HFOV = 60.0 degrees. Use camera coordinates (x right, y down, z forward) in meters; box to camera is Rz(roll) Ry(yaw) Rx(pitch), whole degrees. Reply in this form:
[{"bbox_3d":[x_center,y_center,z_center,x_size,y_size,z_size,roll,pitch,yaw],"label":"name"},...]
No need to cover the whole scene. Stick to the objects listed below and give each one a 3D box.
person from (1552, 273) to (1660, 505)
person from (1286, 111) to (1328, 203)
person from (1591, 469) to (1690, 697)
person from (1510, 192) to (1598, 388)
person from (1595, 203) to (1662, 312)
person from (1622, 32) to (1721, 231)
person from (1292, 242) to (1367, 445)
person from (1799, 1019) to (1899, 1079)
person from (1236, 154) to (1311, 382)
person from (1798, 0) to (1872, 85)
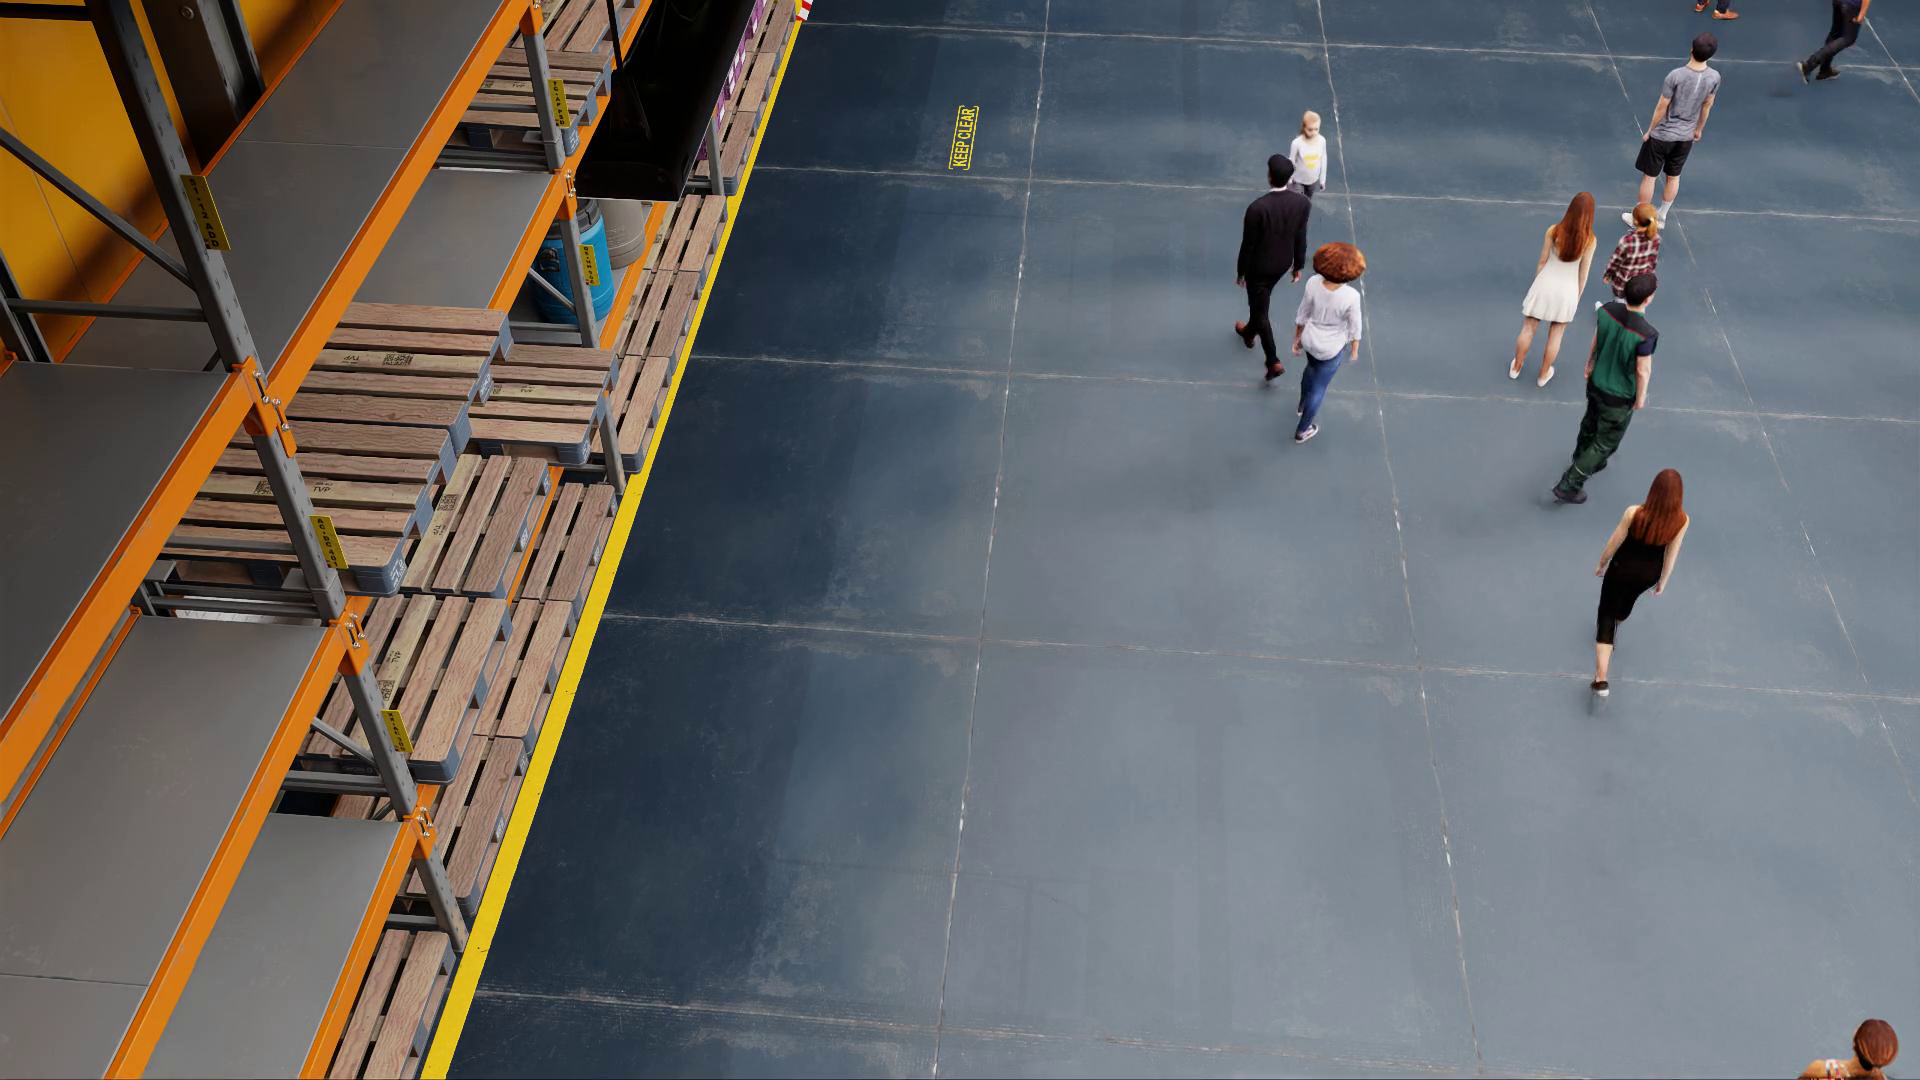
[{"bbox_3d":[4.688,-1.089,12.009,0.968,1.903,0.970,-16,46,-17],"label":"person"},{"bbox_3d":[3.031,-3.230,14.717,0.673,1.267,0.931,-10,45,-11],"label":"person"},{"bbox_3d":[4.335,0.279,10.725,0.669,1.694,1.141,8,44,8],"label":"person"},{"bbox_3d":[4.686,-1.971,13.075,0.629,1.709,0.621,18,47,18],"label":"person"},{"bbox_3d":[5.462,-2.098,13.527,0.703,1.270,0.958,-8,44,-8],"label":"person"},{"bbox_3d":[6.288,-3.582,14.649,0.690,1.871,0.589,-3,44,-3],"label":"person"},{"bbox_3d":[2.690,-1.451,12.541,0.914,1.693,0.847,-34,53,-30],"label":"person"},{"bbox_3d":[4.085,2.876,7.936,0.636,1.781,0.631,16,46,16],"label":"person"},{"bbox_3d":[2.466,-2.112,13.125,1.022,1.845,1.273,-14,45,-14],"label":"person"},{"bbox_3d":[8.802,-5.354,16.579,0.937,1.776,0.973,-15,46,-15],"label":"person"}]
